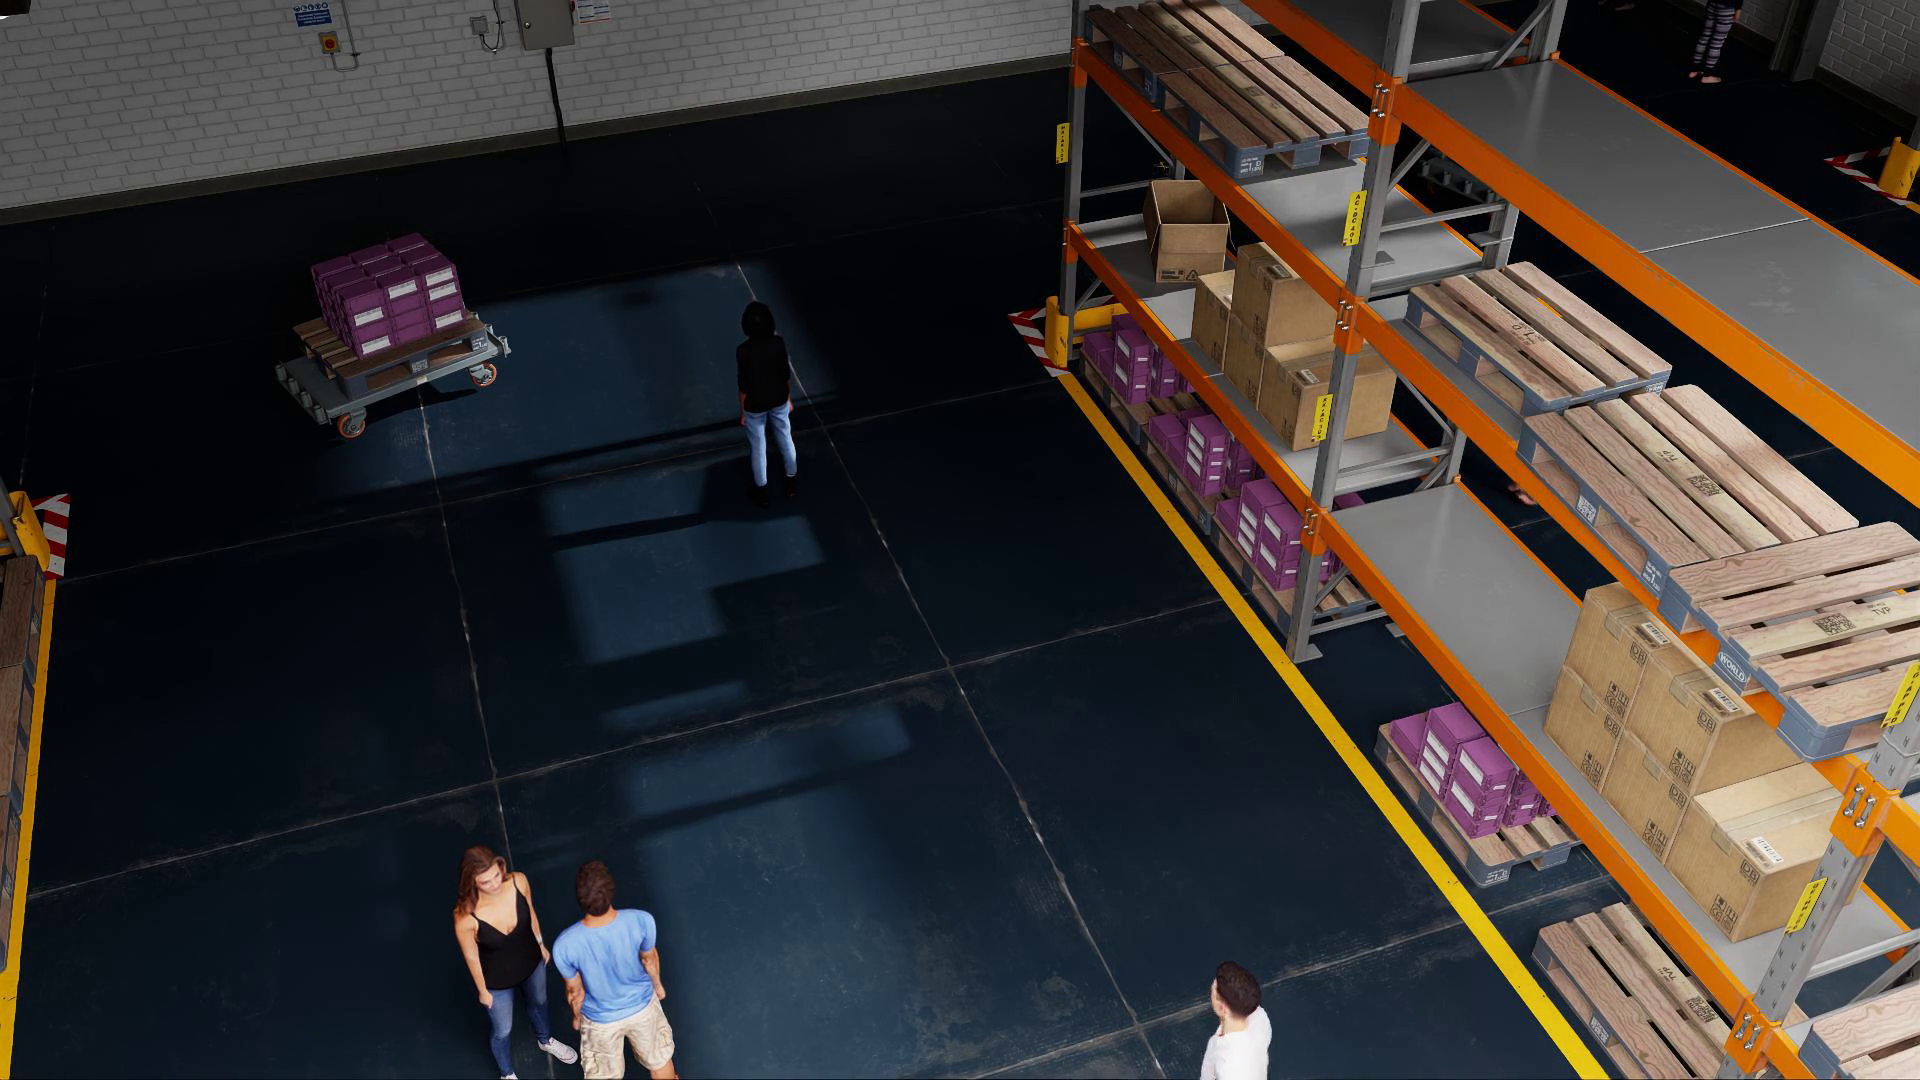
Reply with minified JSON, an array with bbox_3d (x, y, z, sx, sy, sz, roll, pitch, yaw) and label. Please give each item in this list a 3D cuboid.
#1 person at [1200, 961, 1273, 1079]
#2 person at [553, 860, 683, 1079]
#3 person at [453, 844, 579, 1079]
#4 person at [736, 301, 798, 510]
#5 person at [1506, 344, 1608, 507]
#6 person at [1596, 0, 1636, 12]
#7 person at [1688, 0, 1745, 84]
[{"bbox_3d":[1.288,2.661,7.414,1.097,1.812,1.008,14,41,17],"label":"person"},{"bbox_3d":[-1.628,2.213,7.934,0.655,1.864,0.577,-16,41,-19],"label":"person"},{"bbox_3d":[-2.225,2.095,8.195,0.679,1.722,0.668,27,46,29],"label":"person"},{"bbox_3d":[-1.408,-0.982,12.064,0.584,1.701,0.556,-16,41,-19],"label":"person"},{"bbox_3d":[4.321,-0.831,12.025,0.743,1.514,1.101,-25,45,-28],"label":"person"},{"bbox_3d":[7.986,-7.289,19.840,0.792,1.853,0.609,-23,44,-26],"label":"person"},{"bbox_3d":[8.331,-5.868,18.155,0.682,1.734,0.478,-16,41,-19],"label":"person"}]
